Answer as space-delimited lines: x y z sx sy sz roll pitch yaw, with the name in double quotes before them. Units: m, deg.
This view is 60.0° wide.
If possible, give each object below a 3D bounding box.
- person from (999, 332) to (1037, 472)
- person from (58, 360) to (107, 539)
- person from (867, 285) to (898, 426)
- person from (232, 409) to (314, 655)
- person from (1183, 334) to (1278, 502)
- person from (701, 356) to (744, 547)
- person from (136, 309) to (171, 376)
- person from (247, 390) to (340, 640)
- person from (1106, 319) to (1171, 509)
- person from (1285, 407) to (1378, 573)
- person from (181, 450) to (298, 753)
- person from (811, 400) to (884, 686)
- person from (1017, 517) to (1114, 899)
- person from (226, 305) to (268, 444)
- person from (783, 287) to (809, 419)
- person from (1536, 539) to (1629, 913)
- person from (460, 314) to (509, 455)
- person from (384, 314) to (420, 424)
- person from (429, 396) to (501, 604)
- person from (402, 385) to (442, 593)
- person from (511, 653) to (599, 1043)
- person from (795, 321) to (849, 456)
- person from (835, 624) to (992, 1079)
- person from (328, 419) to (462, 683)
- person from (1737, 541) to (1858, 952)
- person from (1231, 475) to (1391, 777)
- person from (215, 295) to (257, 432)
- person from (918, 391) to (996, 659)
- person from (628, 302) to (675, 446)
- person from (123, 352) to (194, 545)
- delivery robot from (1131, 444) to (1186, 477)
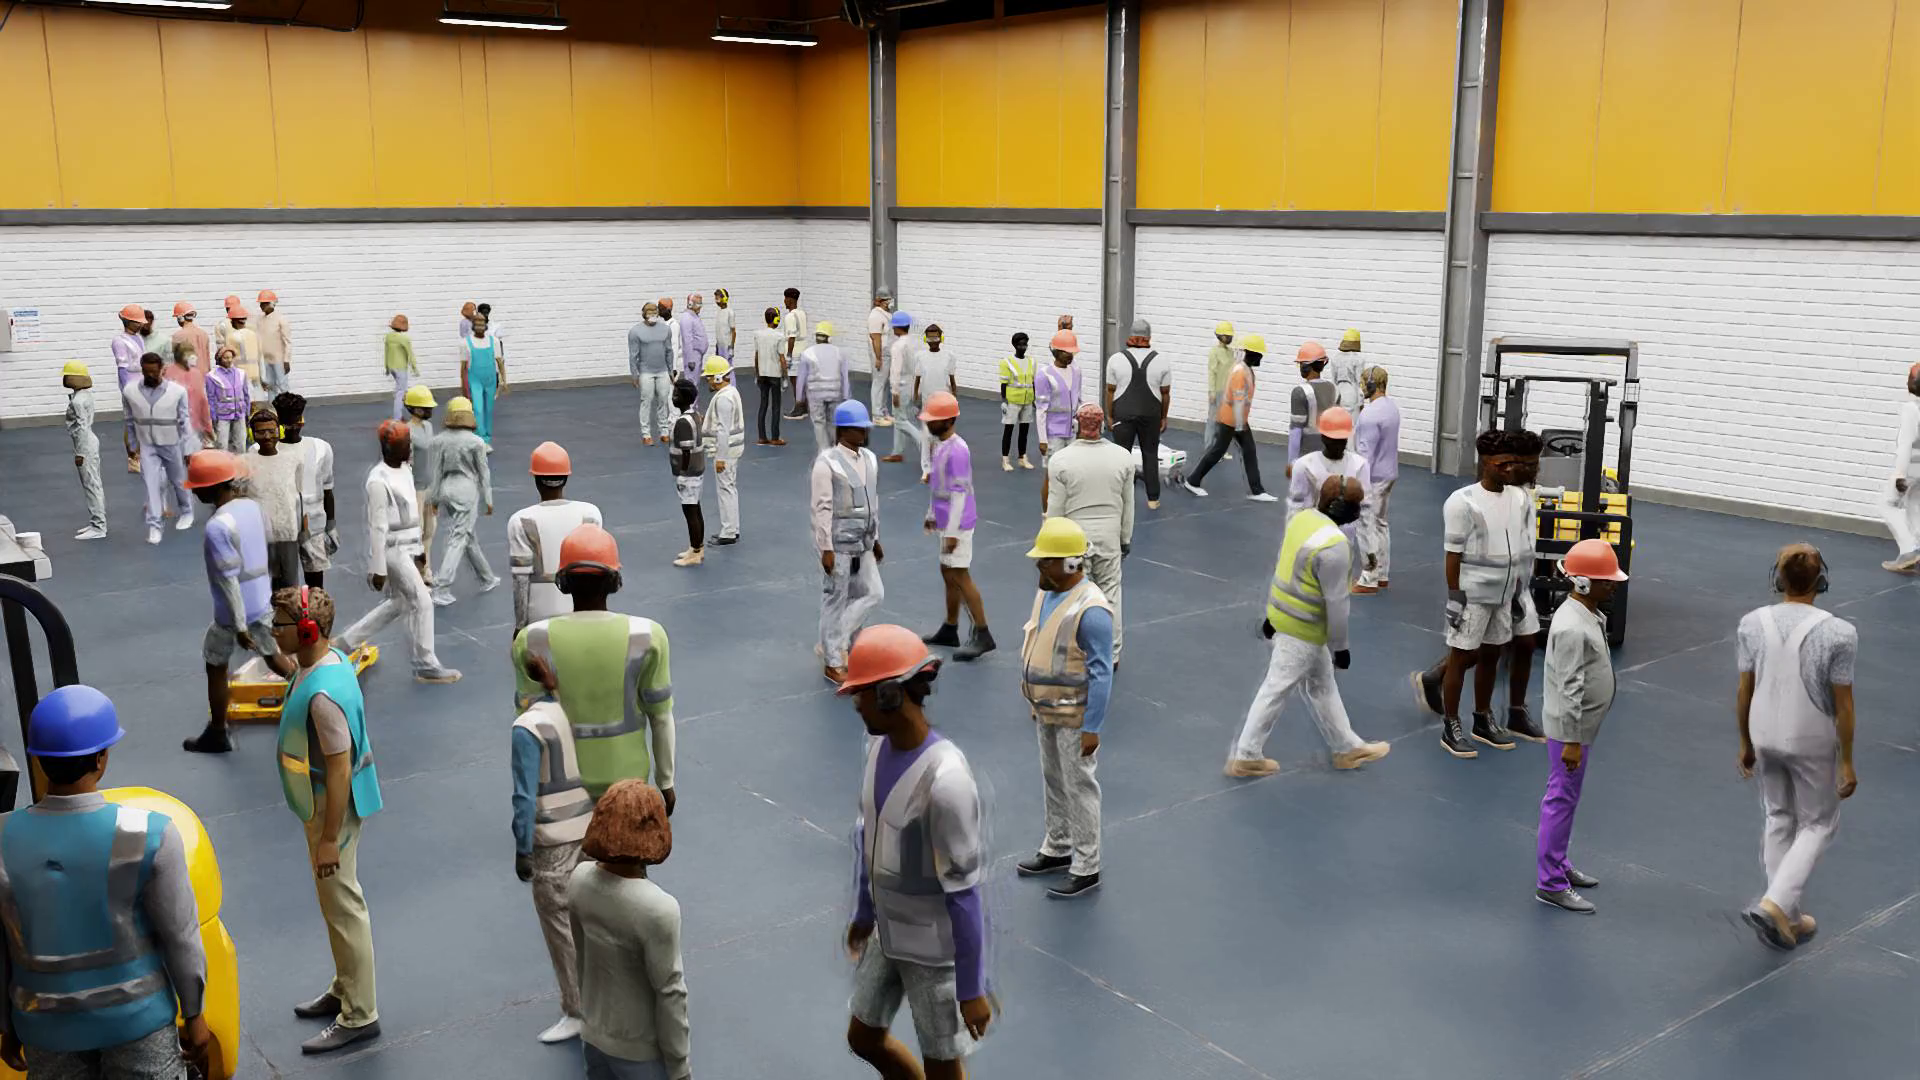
"person" 0.713 -1.674 20.152 0.540 1.697 0.317 -7 14 -31
"person" -8.558 -0.883 16.222 0.293 1.745 0.487 -5 13 -21
"person" -1.068 -2.693 24.239 0.535 2.000 0.685 2 12 11
"person" -4.780 0.012 11.595 0.507 1.872 0.329 -7 14 -32
"person" 2.958 -1.341 18.216 1.040 1.849 0.596 5 13 24
"person" -2.258 -0.845 15.861 0.403 1.820 0.603 -1 12 -3
"person" -10.557 -2.078 21.673 0.647 1.882 0.692 -1 12 -7
"person" -4.727 -0.085 11.840 0.604 1.961 0.364 -9 15 -37
"person" 1.899 -1.358 17.792 0.689 2.000 0.540 1 12 3
"person" 2.557 0.042 11.360 0.559 1.901 0.801 -3 12 -12
"person" -4.170 0.381 9.789 0.997 1.886 0.573 2 12 11
"person" -0.756 0.010 11.405 0.384 1.950 0.602 8 14 34
"person" 0.492 0.790 7.927 0.404 1.829 0.600 -5 13 -23
"person" -9.453 -2.174 22.144 1.000 1.901 0.555 3 12 16
"person" -2.475 -2.801 24.939 0.364 1.964 0.611 3 12 16
"person" 2.909 0.852 7.817 0.330 1.751 0.564 5 13 24
"person" -6.097 -1.985 21.394 0.539 1.811 0.863 -8 14 -33
"person" -8.117 -2.463 24.172 0.509 1.614 0.486 9 15 37
"person" -4.135 -0.337 13.746 0.496 1.676 0.896 5 13 23
"person" -4.529 -0.430 14.009 0.354 1.758 0.541 1 12 5
"person" -1.578 1.164 6.623 0.331 1.630 0.532 5 13 22
"person" -1.680 -1.756 20.278 0.614 1.807 0.414 -7 13 -29
"person" -0.118 1.257 5.233 0.463 2.014 0.711 -6 13 -28
"person" -3.881 0.085 11.277 0.829 1.846 0.598 -1 12 -5
"person" 3.630 0.924 7.297 0.487 1.819 0.557 -9 15 -38
"person" 2.030 0.502 9.474 0.980 1.768 0.642 -1 12 -4
"person" -10.189 -2.483 23.473 0.543 1.939 0.362 -6 13 -28
"person" -0.056 -0.134 12.147 0.515 1.937 0.776 -2 12 -8
"person" -4.111 -2.217 22.234 0.636 1.928 0.386 -9 14 -36
"person" -7.813 -0.938 16.271 0.633 1.851 1.013 -2 12 -12
"delivery robot" 2.231 -0.934 19.128 0.707 0.478 0.477 8 14 35
